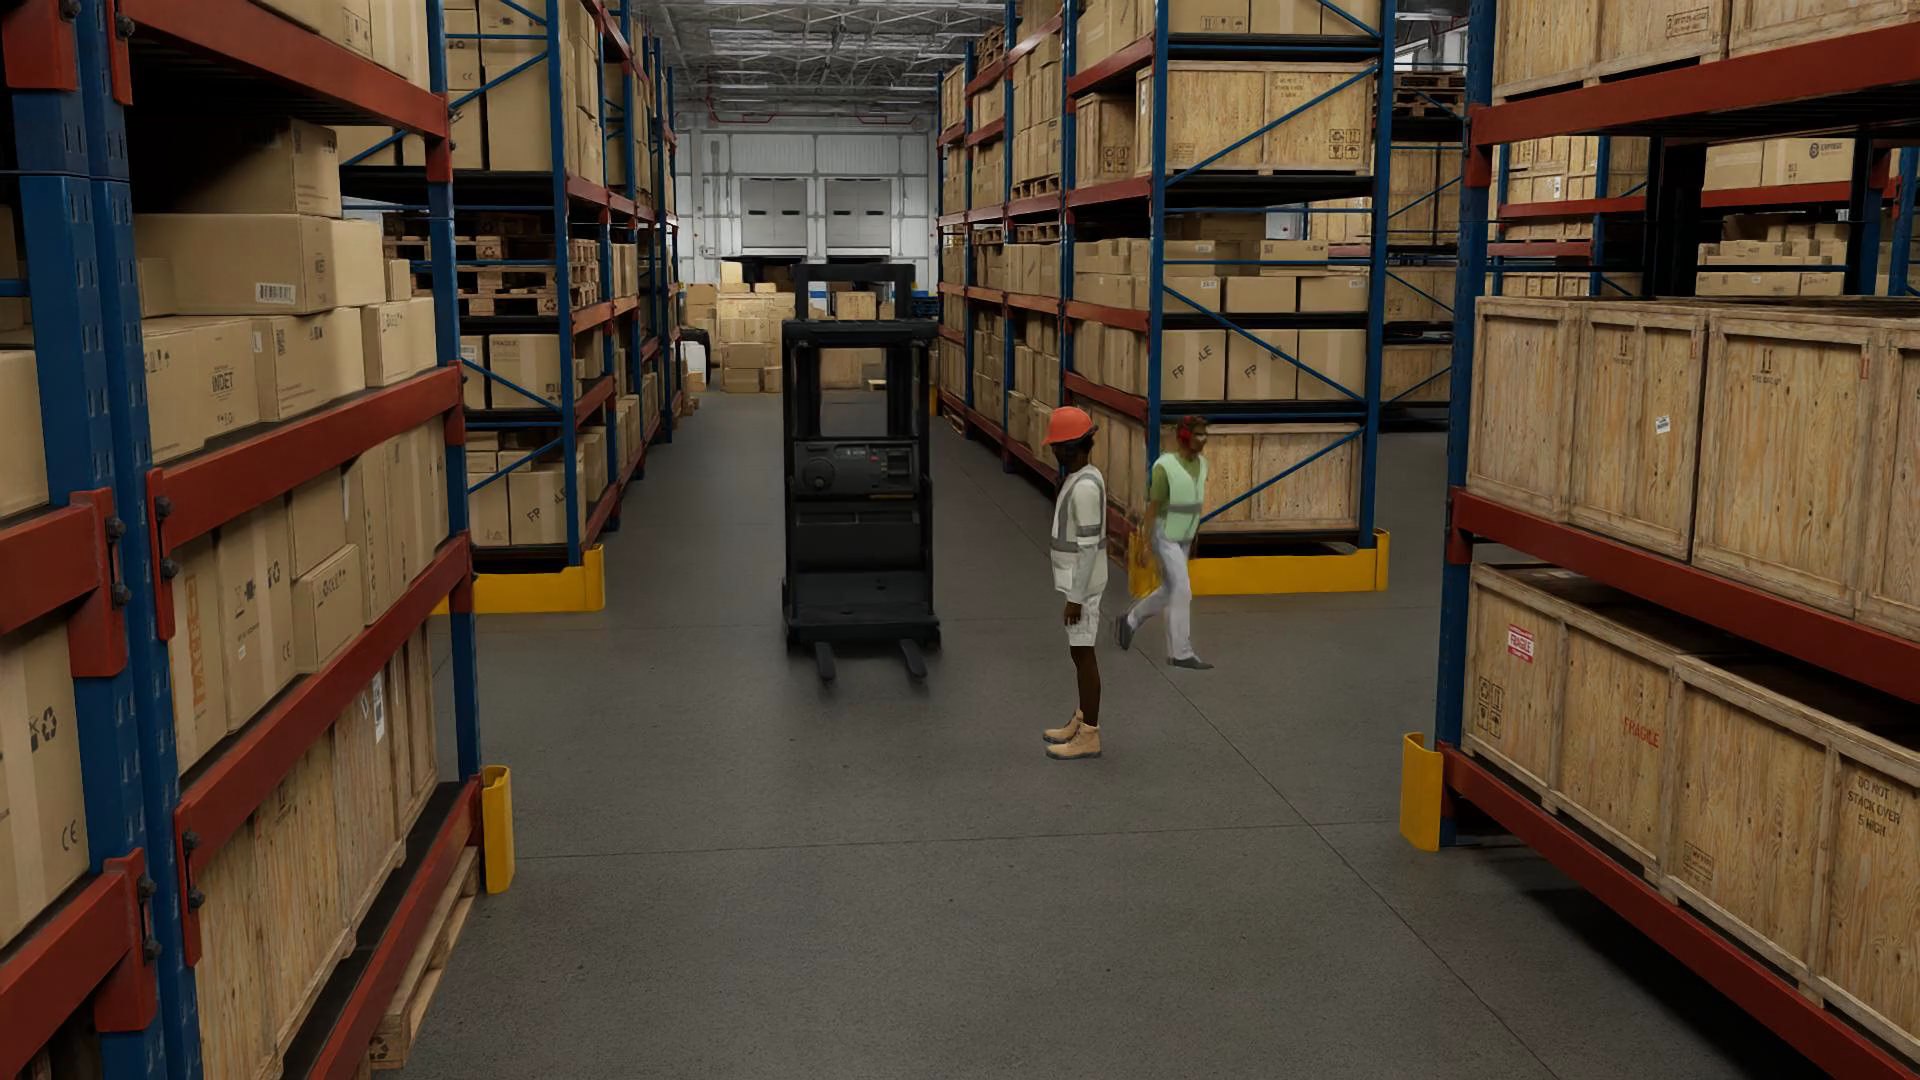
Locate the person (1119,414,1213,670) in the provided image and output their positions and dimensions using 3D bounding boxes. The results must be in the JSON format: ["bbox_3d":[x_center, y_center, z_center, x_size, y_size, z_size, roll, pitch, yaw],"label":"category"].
[{"bbox_3d":[1.450,-0.012,11.778,0.785,1.810,0.592,7,12,37],"label":"person"}]

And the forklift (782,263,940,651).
[{"bbox_3d":[-0.813,-0.720,12.755,1.129,2.768,1.873,-1,10,-7],"label":"forklift"}]

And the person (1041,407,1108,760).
[{"bbox_3d":[0.654,0.250,9.574,0.392,2.034,0.605,0,10,3],"label":"person"}]

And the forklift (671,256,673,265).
[{"bbox_3d":[-10.987,-9.066,61.344,1.129,2.768,1.873,-1,10,-7],"label":"forklift"}]

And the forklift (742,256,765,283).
[{"bbox_3d":[-7.283,-8.633,58.827,1.873,2.768,1.129,-9,14,-44],"label":"forklift"}]

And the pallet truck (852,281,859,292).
[{"bbox_3d":[-3.782,-9.391,65.808,1.885,1.965,0.823,2,10,10],"label":"pallet truck"}]
